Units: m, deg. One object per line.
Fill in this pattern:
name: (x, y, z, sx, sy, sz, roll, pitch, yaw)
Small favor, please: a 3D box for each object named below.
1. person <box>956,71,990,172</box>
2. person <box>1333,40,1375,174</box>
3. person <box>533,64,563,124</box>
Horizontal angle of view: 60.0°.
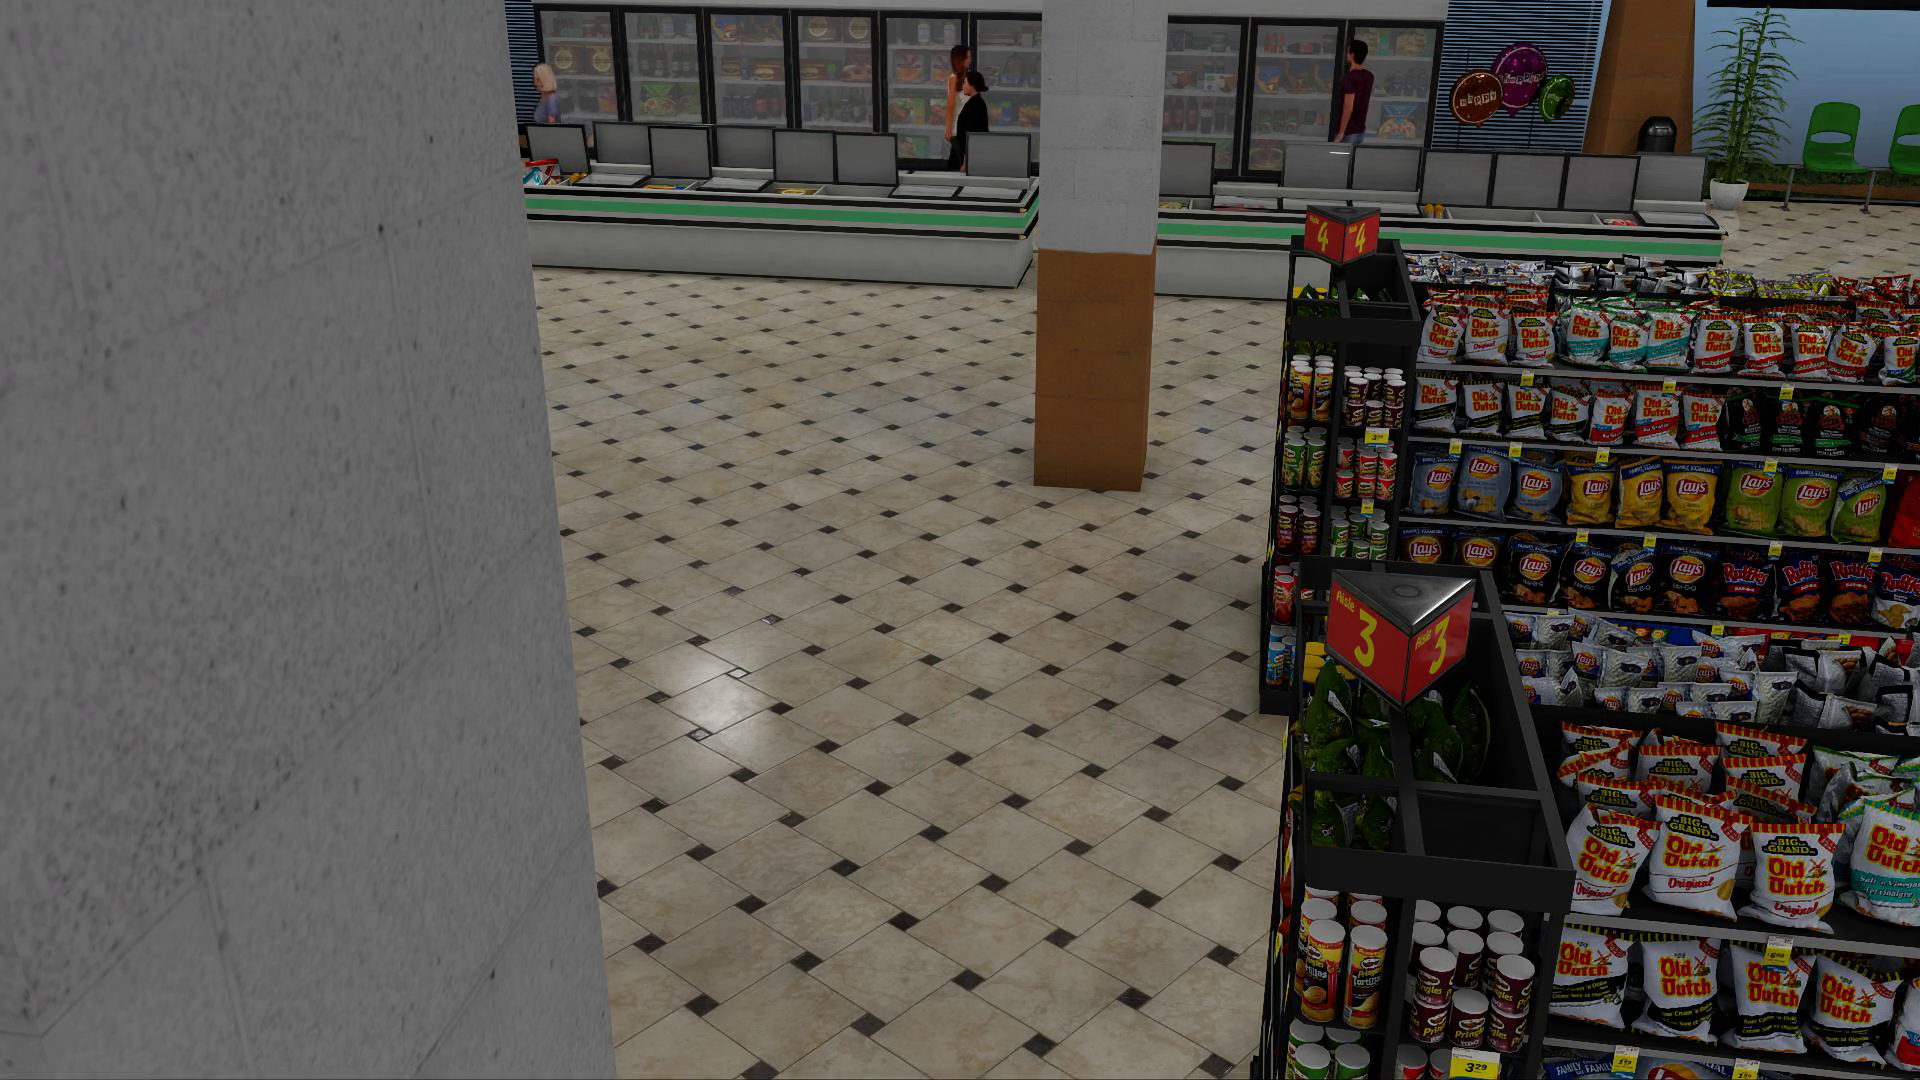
person: (0.164, -3.761, 16.465, 0.552, 1.719, 0.627, 4, 24, 9)
person: (4.143, -4.347, 17.636, 0.735, 1.853, 0.744, 19, 30, 36)
person: (-4.092, -4.018, 17.103, 1.091, 1.677, 0.967, -8, 25, -18)
